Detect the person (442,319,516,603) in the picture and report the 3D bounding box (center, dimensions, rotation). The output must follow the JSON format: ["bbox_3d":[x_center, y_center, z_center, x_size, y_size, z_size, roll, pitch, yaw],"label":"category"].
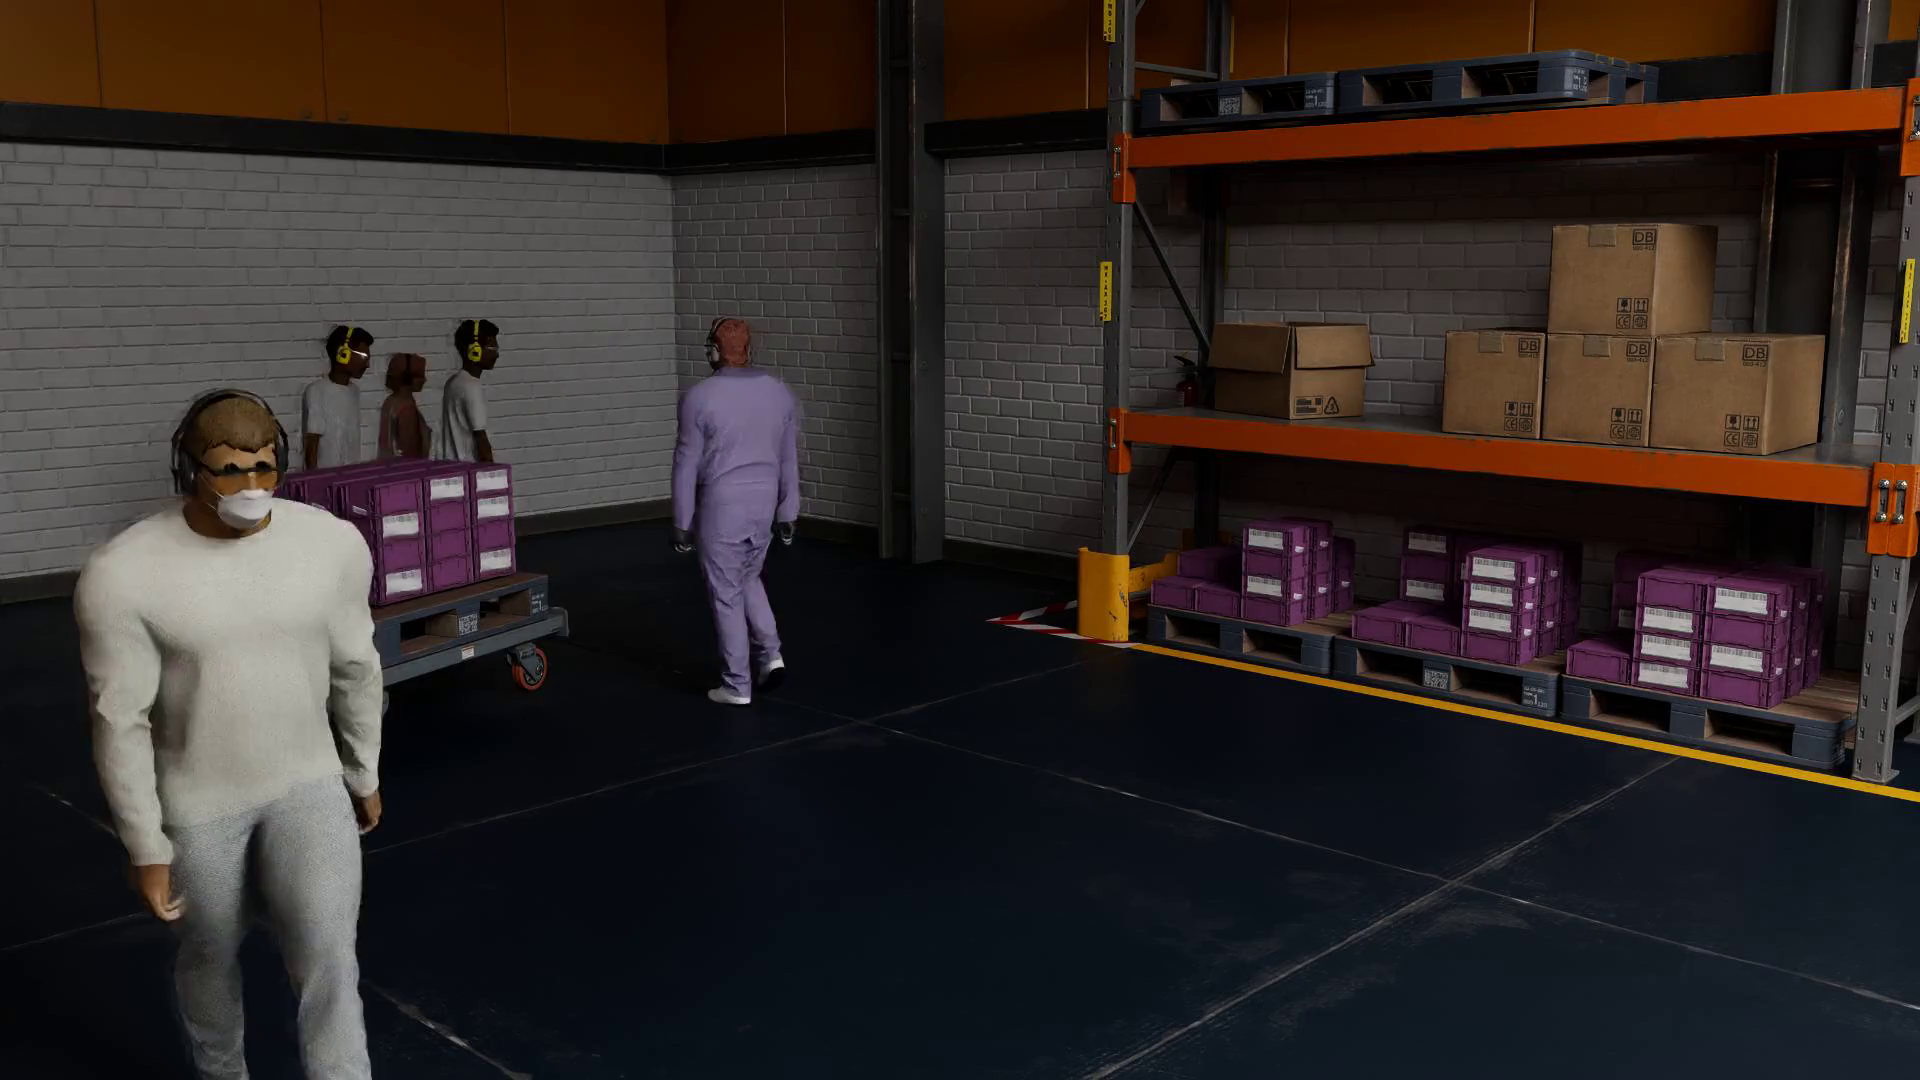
[{"bbox_3d":[-2.637,-0.294,9.236,0.671,1.842,0.526,-3,10,-20],"label":"person"}]

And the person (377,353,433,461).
[{"bbox_3d":[-3.223,-0.301,9.943,0.551,1.625,0.531,-6,11,-32],"label":"person"}]

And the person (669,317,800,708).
[{"bbox_3d":[-1.116,-0.128,8.064,0.431,1.892,0.646,9,13,43],"label":"person"}]

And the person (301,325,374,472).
[{"bbox_3d":[-3.380,-0.240,9.007,0.939,1.808,0.644,3,10,17],"label":"person"}]

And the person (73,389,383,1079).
[{"bbox_3d":[-1.589,0.590,3.738,0.635,1.875,1.040,-7,11,-35],"label":"person"}]
